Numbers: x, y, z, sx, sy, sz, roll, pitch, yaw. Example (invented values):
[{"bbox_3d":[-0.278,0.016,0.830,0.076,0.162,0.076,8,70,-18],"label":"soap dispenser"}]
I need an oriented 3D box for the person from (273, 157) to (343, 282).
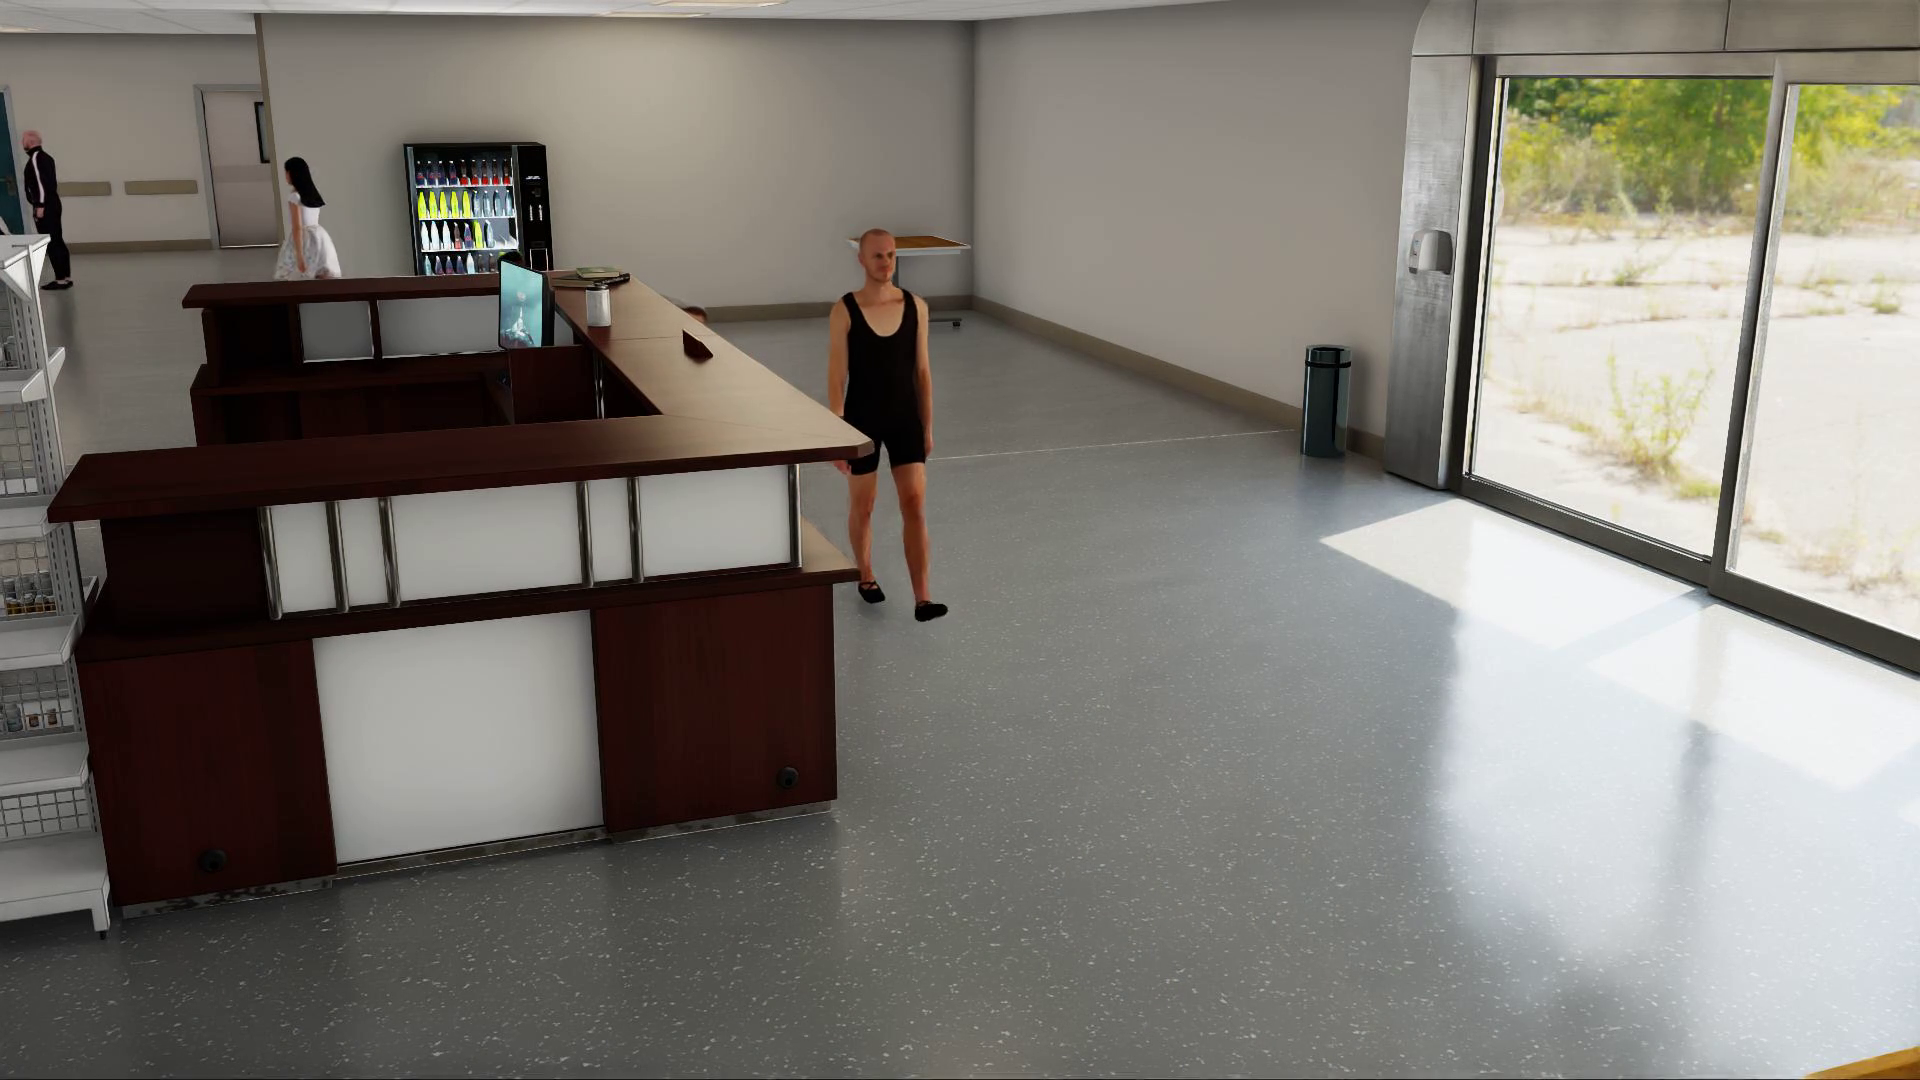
[{"bbox_3d":[-5.619,-2.441,14.616,1.167,1.733,1.050,5,17,18],"label":"person"}]

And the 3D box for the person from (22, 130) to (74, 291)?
[{"bbox_3d":[-10.677,-3.859,19.460,0.603,1.834,0.704,-4,16,-13],"label":"person"}]

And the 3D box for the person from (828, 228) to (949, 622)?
[{"bbox_3d":[-0.398,-0.527,7.743,0.980,1.778,0.746,-6,17,-20],"label":"person"}]
